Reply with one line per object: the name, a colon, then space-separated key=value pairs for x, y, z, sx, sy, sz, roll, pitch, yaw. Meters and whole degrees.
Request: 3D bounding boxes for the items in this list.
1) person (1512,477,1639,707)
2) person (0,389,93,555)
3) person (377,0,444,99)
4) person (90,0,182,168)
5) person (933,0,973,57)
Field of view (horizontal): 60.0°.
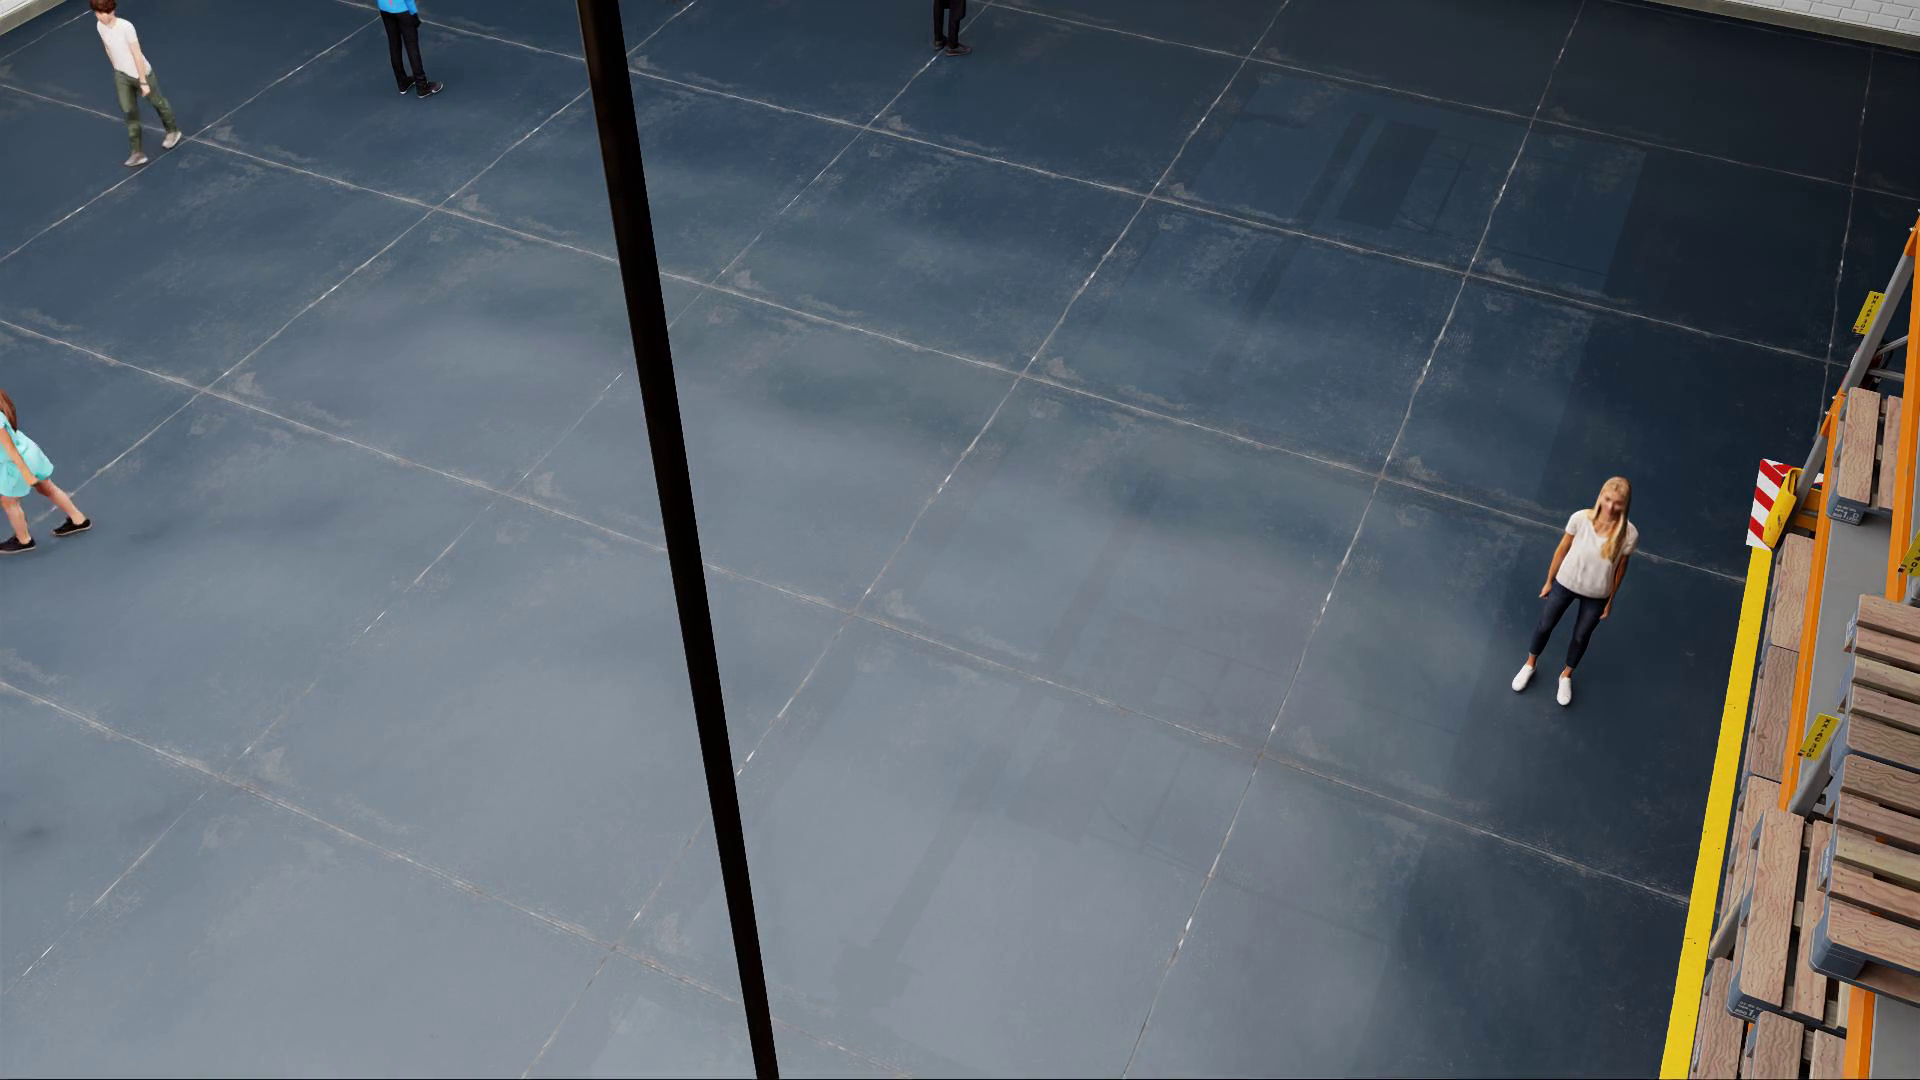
person: x=3.961 y=0.311 z=10.616 sx=0.583 sy=1.808 sz=0.495 roll=18 pitch=47 yaw=18
person: x=-6.576 y=-0.586 z=11.757 sx=0.945 sy=1.534 sz=0.872 roll=-15 pitch=46 yaw=-15
person: x=-5.593 y=-5.252 z=16.467 sx=0.594 sy=1.794 sz=0.525 roll=18 pitch=46 yaw=18
person: x=-7.748 y=-4.419 z=15.719 sx=0.783 sy=1.618 sz=1.099 roll=6 pitch=44 yaw=6
person: x=-0.110 y=-5.922 z=17.141 sx=0.689 sy=1.833 sz=0.719 roll=-30 pitch=51 yaw=-28
